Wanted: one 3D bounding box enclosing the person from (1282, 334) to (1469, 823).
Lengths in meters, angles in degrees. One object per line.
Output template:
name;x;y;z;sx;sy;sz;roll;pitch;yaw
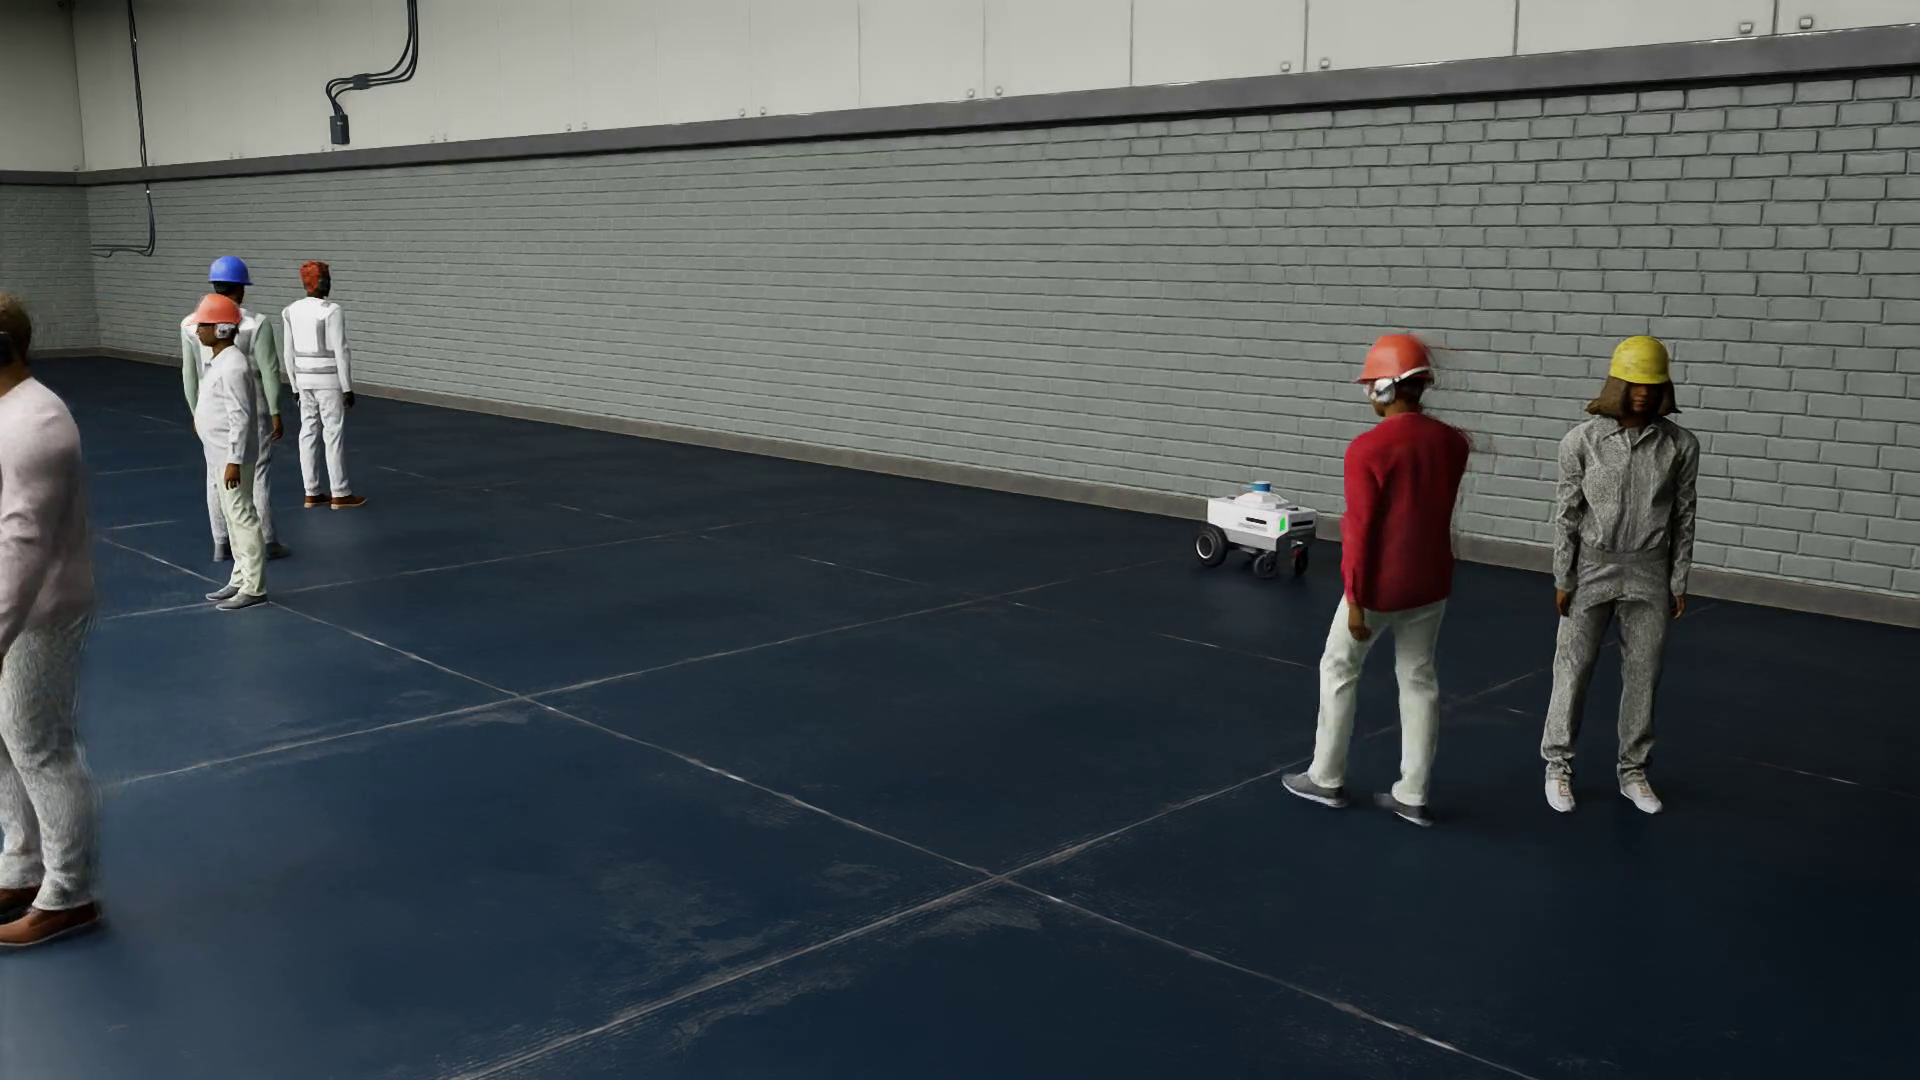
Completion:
person;1.499;0.126;6.001;0.576;1.730;0.643;-5;12;-26

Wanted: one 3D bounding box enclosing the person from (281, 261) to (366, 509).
person;-4.864;-1.173;12.674;0.572;1.883;0.358;4;11;23

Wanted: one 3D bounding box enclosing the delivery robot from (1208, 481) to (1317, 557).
delivery robot;1.870;-0.123;10.315;0.477;0.478;0.707;-7;13;-34

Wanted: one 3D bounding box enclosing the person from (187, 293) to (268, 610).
person;-4.093;-0.493;9.305;0.318;1.756;0.561;-6;12;-31

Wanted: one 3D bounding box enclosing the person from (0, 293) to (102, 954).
person;-2.753;0.242;4.829;0.444;1.931;0.650;-9;14;-40

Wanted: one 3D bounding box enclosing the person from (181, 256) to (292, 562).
person;-4.615;-0.828;10.616;0.615;1.942;0.408;1;10;4

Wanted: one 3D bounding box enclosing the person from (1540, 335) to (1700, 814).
person;2.365;0.137;5.949;0.482;1.733;0.350;1;10;6
